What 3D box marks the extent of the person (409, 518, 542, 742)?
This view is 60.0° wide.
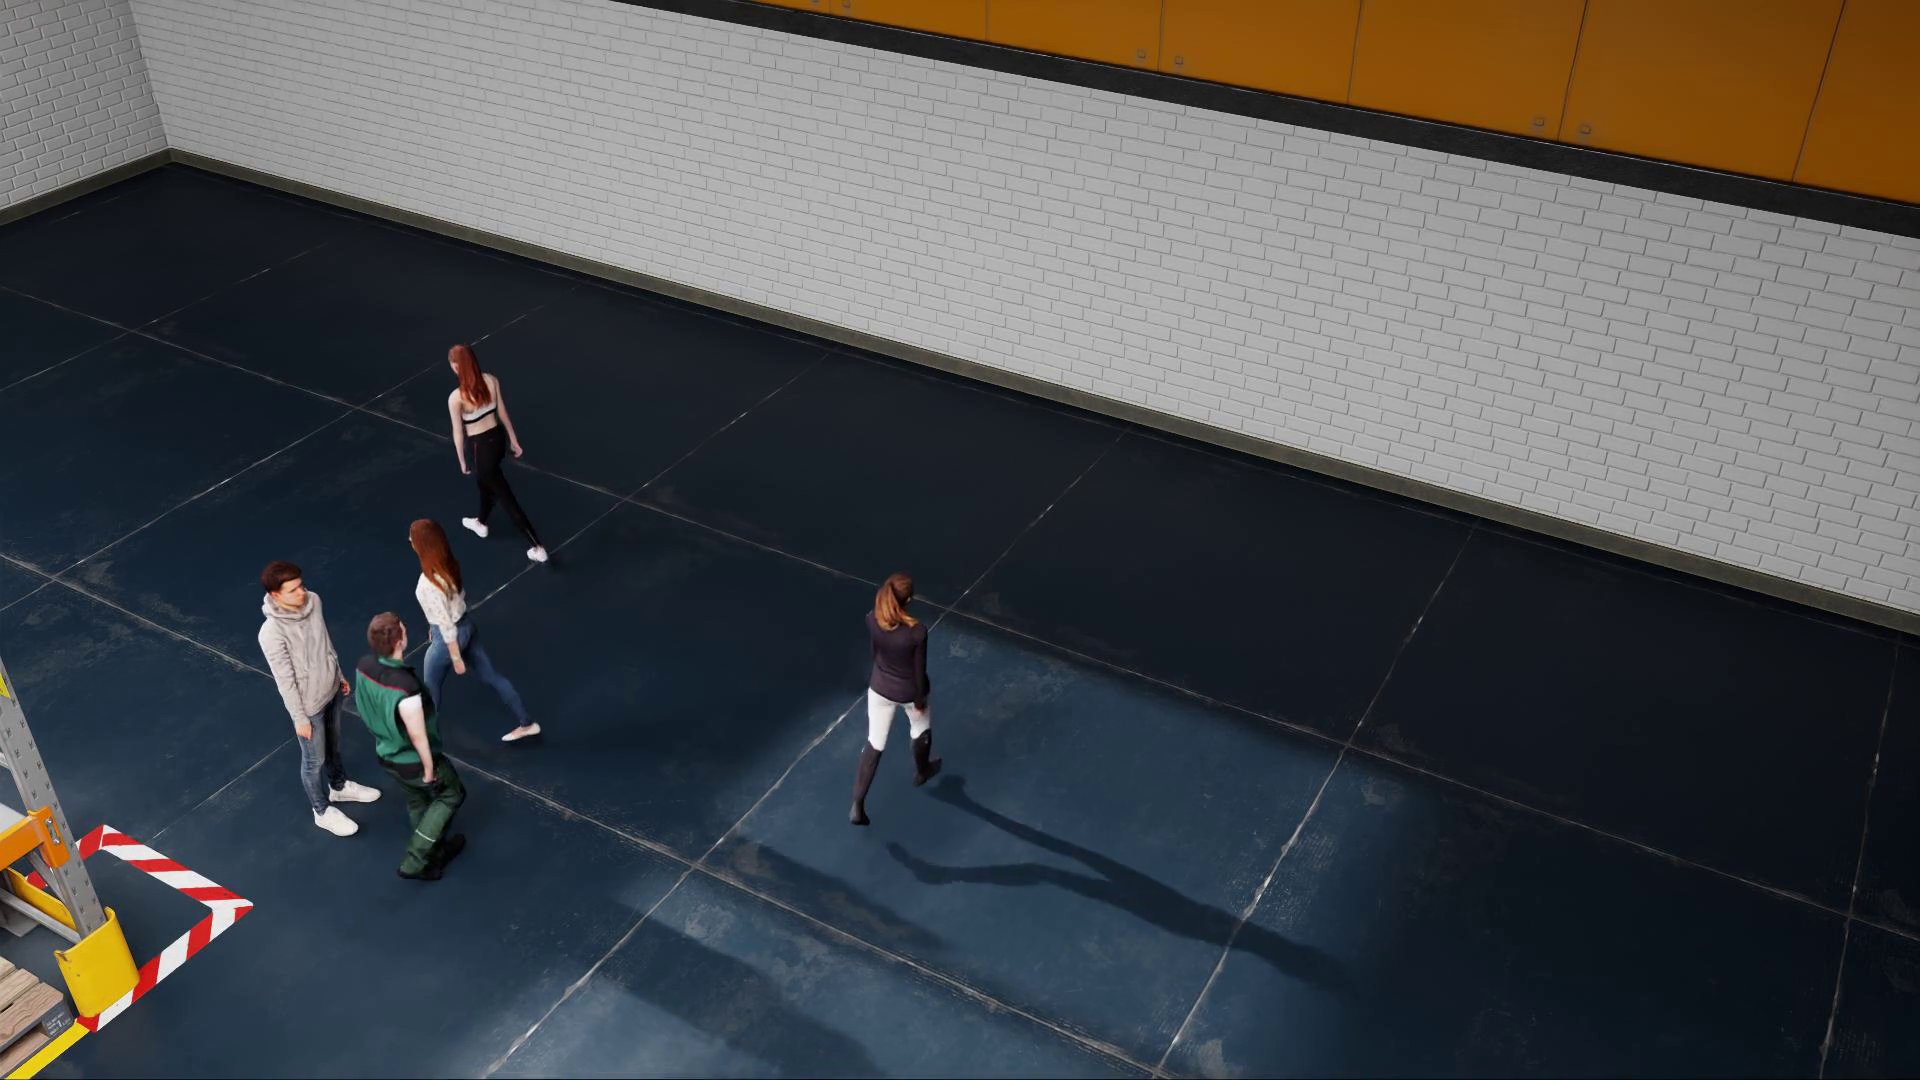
[{"bbox_3d":[-3.059,0.619,10.363,0.987,1.680,1.177,2,34,3],"label":"person"}]

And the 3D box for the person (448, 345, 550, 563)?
[{"bbox_3d":[-3.379,-0.584,12.159,0.757,1.696,1.154,23,40,31],"label":"person"}]

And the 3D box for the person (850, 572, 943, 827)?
[{"bbox_3d":[-0.417,0.961,9.826,0.592,1.704,1.130,16,37,22],"label":"person"}]

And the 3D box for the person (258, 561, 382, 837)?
[{"bbox_3d":[-3.821,0.898,9.787,0.797,1.853,0.633,6,34,9],"label":"person"}]

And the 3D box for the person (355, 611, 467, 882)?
[{"bbox_3d":[-3.140,1.224,9.324,0.654,1.824,0.750,21,39,28],"label":"person"}]
